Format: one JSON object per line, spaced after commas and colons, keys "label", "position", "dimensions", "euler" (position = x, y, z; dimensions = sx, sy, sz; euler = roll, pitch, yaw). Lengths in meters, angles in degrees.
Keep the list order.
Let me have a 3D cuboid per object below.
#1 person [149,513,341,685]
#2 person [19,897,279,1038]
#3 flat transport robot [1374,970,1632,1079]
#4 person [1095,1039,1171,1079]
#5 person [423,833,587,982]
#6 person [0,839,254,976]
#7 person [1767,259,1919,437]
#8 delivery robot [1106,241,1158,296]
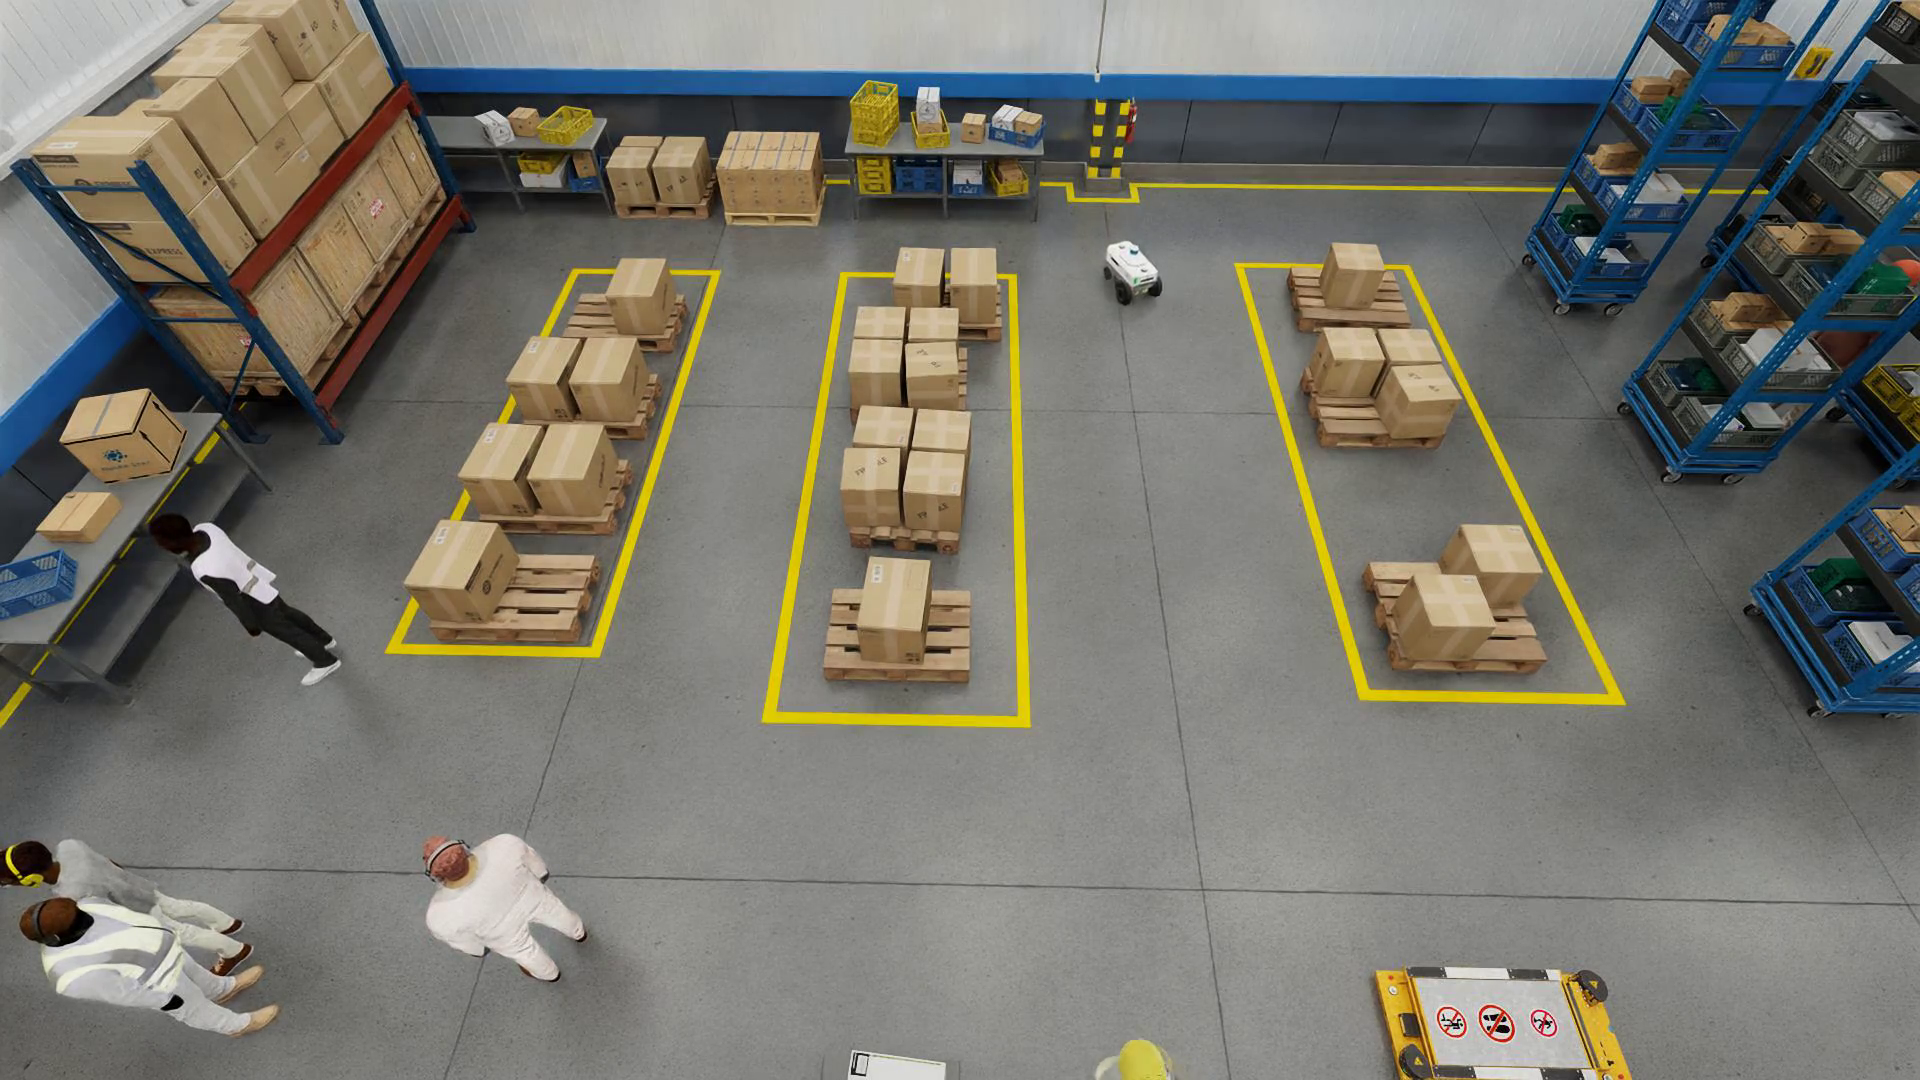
{"label": "person", "position": [-5.455, 0.427, 7.070], "dimensions": [0.384, 1.913, 0.592], "euler": [-26, 55, -19]}
{"label": "person", "position": [-4.773, 2.510, 5.418], "dimensions": [0.430, 1.840, 0.621], "euler": [-32, 58, -23]}
{"label": "flat transport robot", "position": [3.501, 3.133, 5.914], "dimensions": [1.431, 0.197, 0.652], "euler": [1, 51, 1]}
{"label": "person", "position": [0.962, 3.147, 4.944], "dimensions": [0.406, 1.778, 0.660], "euler": [-31, 57, -23]}
{"label": "person", "position": [-2.784, 2.237, 5.597], "dimensions": [0.410, 1.909, 0.643], "euler": [21, 54, 17]}
{"label": "person", "position": [-5.060, 2.259, 5.602], "dimensions": [0.325, 1.871, 0.516], "euler": [-30, 57, -22]}
{"label": "person", "position": [8.435, -1.827, 8.853], "dimensions": [0.378, 1.996, 0.610], "euler": [2, 51, 2]}
{"label": "delivery robot", "position": [2.038, -3.260, 10.885], "dimensions": [0.477, 0.478, 0.707], "euler": [-18, 53, -14]}
